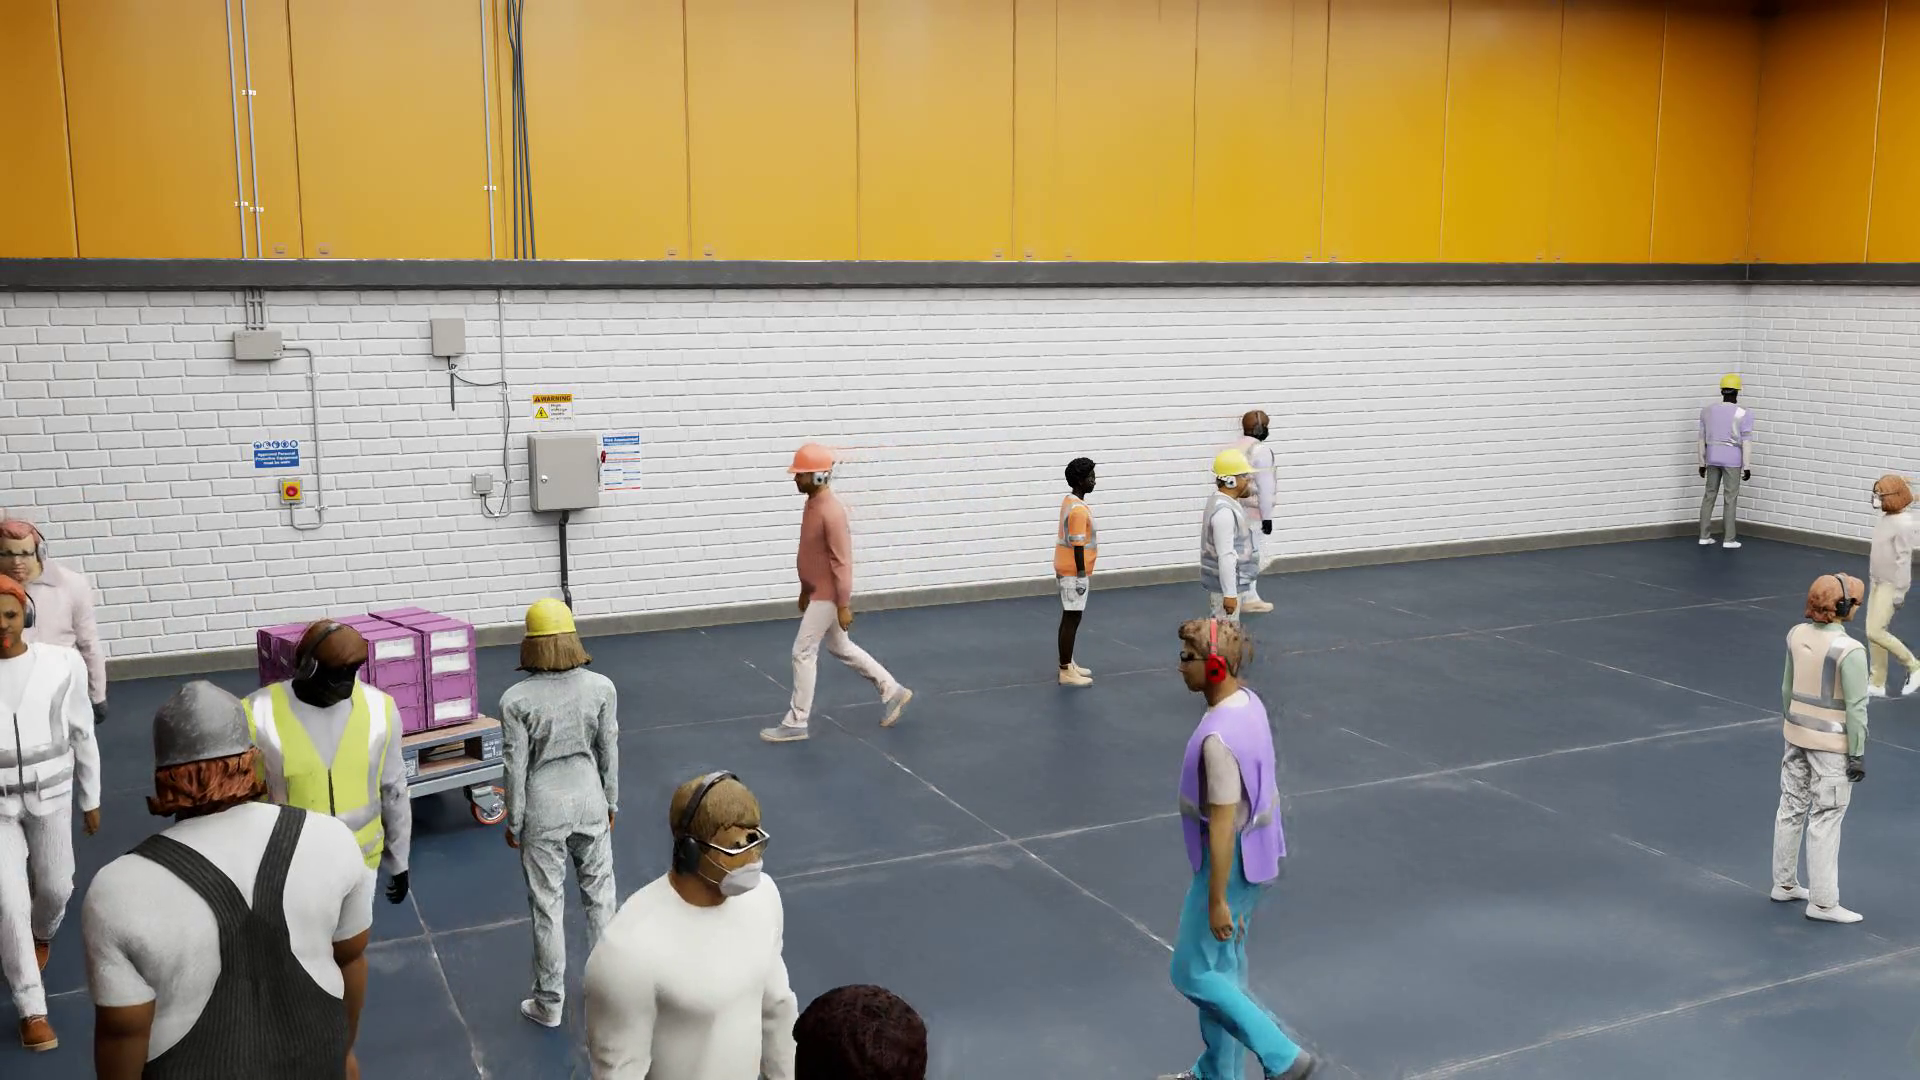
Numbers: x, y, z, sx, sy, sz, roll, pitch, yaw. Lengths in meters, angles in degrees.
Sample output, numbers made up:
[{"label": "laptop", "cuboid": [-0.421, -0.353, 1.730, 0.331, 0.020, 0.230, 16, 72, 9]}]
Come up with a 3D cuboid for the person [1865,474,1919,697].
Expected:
[{"label": "person", "cuboid": [6.579, 0.339, 11.752, 0.417, 1.618, 0.520, 1, 9, 8]}]

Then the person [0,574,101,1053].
[{"label": "person", "cuboid": [-3.797, 1.039, 6.709, 0.580, 1.860, 0.835, -7, 11, -35]}]

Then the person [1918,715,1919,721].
[{"label": "person", "cuboid": [6.628, 0.350, 11.002, 0.332, 1.844, 0.508, 1, 9, 7]}]

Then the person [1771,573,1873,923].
[{"label": "person", "cuboid": [4.049, 0.966, 7.816, 0.308, 1.641, 0.514, -2, 9, -11]}]

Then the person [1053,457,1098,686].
[{"label": "person", "cuboid": [0.854, 0.228, 12.244, 0.322, 1.689, 0.530, 0, 9, -3]}]

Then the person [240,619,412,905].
[{"label": "person", "cuboid": [-2.309, 1.174, 5.995, 0.654, 1.813, 0.450, -7, 11, -36]}]

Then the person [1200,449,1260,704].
[{"label": "person", "cuboid": [1.845, 0.291, 11.398, 0.403, 1.837, 0.591, 1, 9, 5]}]

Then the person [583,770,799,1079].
[{"label": "person", "cuboid": [-0.654, 1.457, 4.056, 1.063, 1.880, 0.632, 4, 10, 26]}]

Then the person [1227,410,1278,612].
[{"label": "person", "cuboid": [2.543, -0.237, 14.692, 0.532, 1.830, 0.645, -3, 10, -18]}]

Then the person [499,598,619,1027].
[{"label": "person", "cuboid": [-1.617, 1.092, 6.735, 0.484, 1.738, 0.303, -6, 11, -33]}]

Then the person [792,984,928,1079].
[{"label": "person", "cuboid": [-0.080, 1.646, 2.777, 0.450, 1.904, 0.626, 6, 11, 32]}]

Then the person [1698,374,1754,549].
[{"label": "person", "cuboid": [8.435, -0.868, 18.339, 0.390, 1.920, 0.586, -7, 11, -37]}]

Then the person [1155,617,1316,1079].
[{"label": "person", "cuboid": [0.982, 1.176, 5.948, 0.490, 1.826, 0.572, 3, 10, 18]}]

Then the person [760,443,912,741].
[{"label": "person", "cuboid": [-0.800, 0.327, 10.854, 0.977, 1.957, 0.620, -2, 9, -14]}]

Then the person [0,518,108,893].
[{"label": "person", "cuboid": [-4.639, 0.794, 8.256, 0.701, 1.846, 1.024, -4, 10, -25]}]
